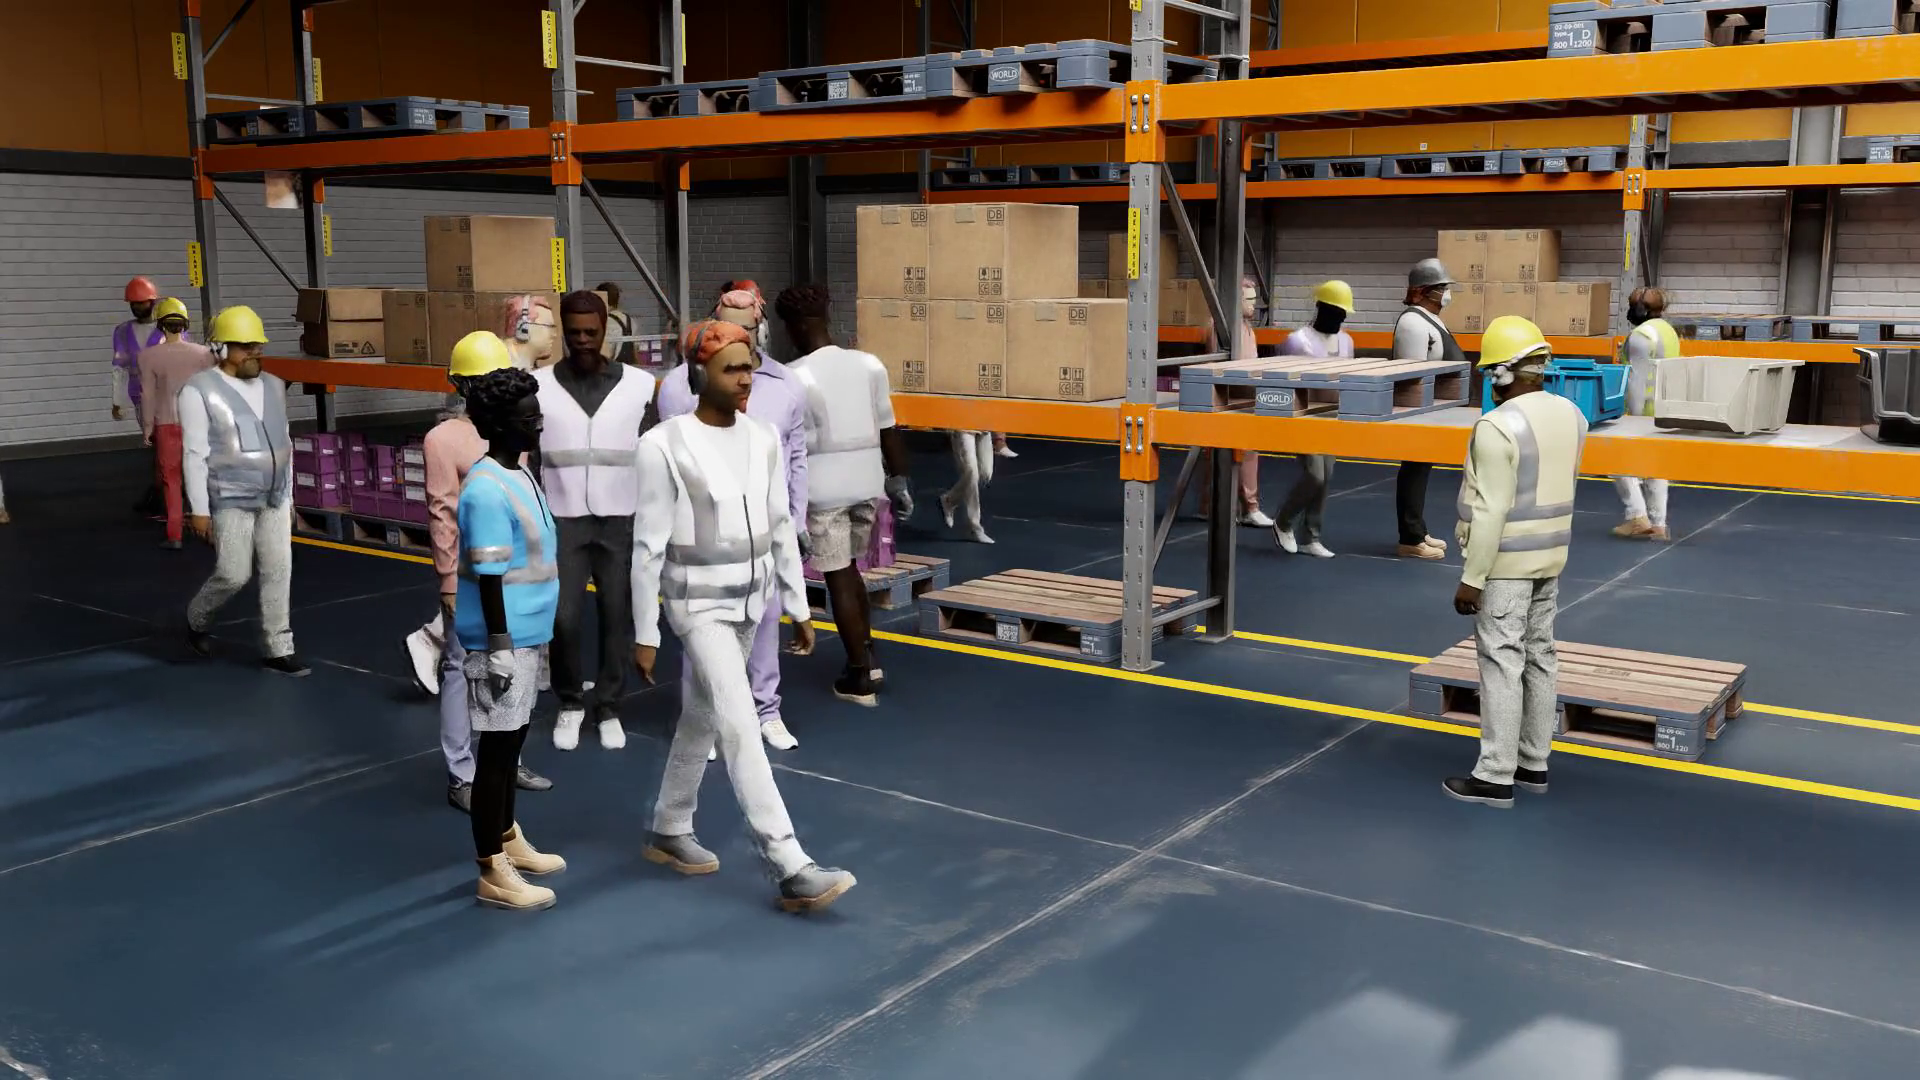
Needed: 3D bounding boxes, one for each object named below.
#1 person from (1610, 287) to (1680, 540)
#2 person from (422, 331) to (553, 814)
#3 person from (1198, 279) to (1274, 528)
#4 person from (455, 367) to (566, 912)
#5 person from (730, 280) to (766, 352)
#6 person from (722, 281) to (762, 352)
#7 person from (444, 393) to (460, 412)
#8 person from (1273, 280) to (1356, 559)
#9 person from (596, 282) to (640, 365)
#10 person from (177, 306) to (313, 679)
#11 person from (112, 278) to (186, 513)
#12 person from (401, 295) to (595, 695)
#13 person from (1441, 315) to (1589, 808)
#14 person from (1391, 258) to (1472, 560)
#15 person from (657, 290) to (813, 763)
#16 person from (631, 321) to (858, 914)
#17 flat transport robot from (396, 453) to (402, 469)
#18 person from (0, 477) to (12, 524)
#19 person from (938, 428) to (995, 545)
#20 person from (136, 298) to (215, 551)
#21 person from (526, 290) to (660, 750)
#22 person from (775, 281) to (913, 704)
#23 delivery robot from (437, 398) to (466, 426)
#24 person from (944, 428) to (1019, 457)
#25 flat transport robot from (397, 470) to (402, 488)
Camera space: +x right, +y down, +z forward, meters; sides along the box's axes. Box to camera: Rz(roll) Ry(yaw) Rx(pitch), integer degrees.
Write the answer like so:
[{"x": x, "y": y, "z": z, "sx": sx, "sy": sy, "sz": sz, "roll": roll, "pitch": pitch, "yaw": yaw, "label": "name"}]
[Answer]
[{"x": 4.958, "y": -0.908, "z": 12.064, "sx": 0.472, "sy": 1.834, "sz": 0.672, "roll": 9, "pitch": 13, "yaw": 43, "label": "person"}, {"x": -1.744, "y": 0.116, "z": 6.164, "sx": 0.313, "sy": 1.769, "sz": 0.523, "roll": 4, "pitch": 10, "yaw": 24, "label": "person"}, {"x": 2.175, "y": -1.032, "z": 12.649, "sx": 0.801, "sy": 1.876, "sz": 0.666, "roll": 4, "pitch": 10, "yaw": 22, "label": "person"}, {"x": -1.420, "y": 0.304, "z": 5.253, "sx": 0.317, "sy": 1.695, "sz": 0.540, "roll": -1, "pitch": 10, "yaw": -5, "label": "person"}, {"x": -1.719, "y": -1.055, "z": 12.810, "sx": 1.008, "sy": 1.891, "sz": 0.552, "roll": 6, "pitch": 11, "yaw": 32, "label": "person"}, {"x": -1.910, "y": -1.268, "z": 14.160, "sx": 0.701, "sy": 1.843, "sz": 0.546, "roll": 0, "pitch": 10, "yaw": 2, "label": "person"}, {"x": -5.581, "y": -1.951, "z": 18.653, "sx": 0.494, "sy": 1.704, "sz": 0.798, "roll": 7, "pitch": 12, "yaw": 35, "label": "person"}, {"x": 2.427, "y": -0.804, "z": 11.270, "sx": 0.623, "sy": 1.892, "sz": 0.460, "roll": -7, "pitch": 12, "yaw": -35, "label": "person"}, {"x": -3.183, "y": -1.430, "z": 15.192, "sx": 0.586, "sy": 1.820, "sz": 0.538, "roll": 4, "pitch": 10, "yaw": 22, "label": "person"}, {"x": -3.509, "y": -0.230, "z": 8.085, "sx": 0.687, "sy": 1.813, "sz": 0.605, "roll": 5, "pitch": 11, "yaw": 28, "label": "person"}, {"x": -6.601, "y": -1.189, "z": 13.595, "sx": 0.571, "sy": 1.885, "sz": 1.008, "roll": 0, "pitch": 10, "yaw": 0, "label": "person"}, {"x": -2.146, "y": -0.183, "z": 7.649, "sx": 0.752, "sy": 1.876, "sz": 0.667, "roll": 0, "pitch": 10, "yaw": 1, "label": "person"}, {"x": 2.048, "y": 0.083, "z": 6.198, "sx": 0.588, "sy": 1.822, "sz": 0.403, "roll": -8, "pitch": 12, "yaw": -39, "label": "person"}, {"x": 3.226, "y": -0.902, "z": 11.409, "sx": 0.538, "sy": 2.000, "sz": 0.684, "roll": 3, "pitch": 10, "yaw": 20, "label": "person"}, {"x": -0.897, "y": -0.057, "z": 6.792, "sx": 0.641, "sy": 1.904, "sz": 0.401, "roll": -5, "pitch": 11, "yaw": -26, "label": "person"}, {"x": -0.700, "y": 0.235, "z": 5.258, "sx": 0.965, "sy": 1.827, "sz": 0.604, "roll": 7, "pitch": 12, "yaw": 35, "label": "person"}, {"x": -5.119, "y": -0.638, "z": 15.098, "sx": 0.652, "sy": 0.197, "sz": 1.431, "roll": -3, "pitch": 10, "yaw": -16, "label": "flat transport robot"}, {"x": -7.619, "y": -0.983, "z": 12.611, "sx": 0.686, "sy": 1.820, "sz": 0.433, "roll": -1, "pitch": 10, "yaw": -8, "label": "person"}, {"x": 0.035, "y": -0.793, "z": 12.014, "sx": 0.520, "sy": 1.623, "sz": 0.608, "roll": -9, "pitch": 13, "yaw": -44, "label": "person"}, {"x": -5.463, "y": -0.805, "z": 11.651, "sx": 0.527, "sy": 1.768, "sz": 0.313, "roll": -9, "pitch": 13, "yaw": -42, "label": "person"}, {"x": -1.499, "y": -0.066, "z": 6.847, "sx": 0.599, "sy": 1.902, "sz": 0.492, "roll": -3, "pitch": 10, "yaw": -16, "label": "person"}, {"x": -0.574, "y": -0.213, "z": 7.637, "sx": 0.699, "sy": 1.924, "sz": 0.581, "roll": -8, "pitch": 12, "yaw": -39, "label": "person"}, {"x": -5.296, "y": -1.283, "z": 17.818, "sx": 0.477, "sy": 0.478, "sz": 0.707, "roll": 2, "pitch": 10, "yaw": 13, "label": "delivery robot"}, {"x": 0.227, "y": -1.795, "z": 17.214, "sx": 0.738, "sy": 1.886, "sz": 0.656, "roll": 7, "pitch": 12, "yaw": 35, "label": "person"}, {"x": -4.543, "y": -0.487, "z": 14.203, "sx": 1.431, "sy": 0.197, "sz": 0.652, "roll": -3, "pitch": 10, "yaw": -18, "label": "flat transport robot"}]
